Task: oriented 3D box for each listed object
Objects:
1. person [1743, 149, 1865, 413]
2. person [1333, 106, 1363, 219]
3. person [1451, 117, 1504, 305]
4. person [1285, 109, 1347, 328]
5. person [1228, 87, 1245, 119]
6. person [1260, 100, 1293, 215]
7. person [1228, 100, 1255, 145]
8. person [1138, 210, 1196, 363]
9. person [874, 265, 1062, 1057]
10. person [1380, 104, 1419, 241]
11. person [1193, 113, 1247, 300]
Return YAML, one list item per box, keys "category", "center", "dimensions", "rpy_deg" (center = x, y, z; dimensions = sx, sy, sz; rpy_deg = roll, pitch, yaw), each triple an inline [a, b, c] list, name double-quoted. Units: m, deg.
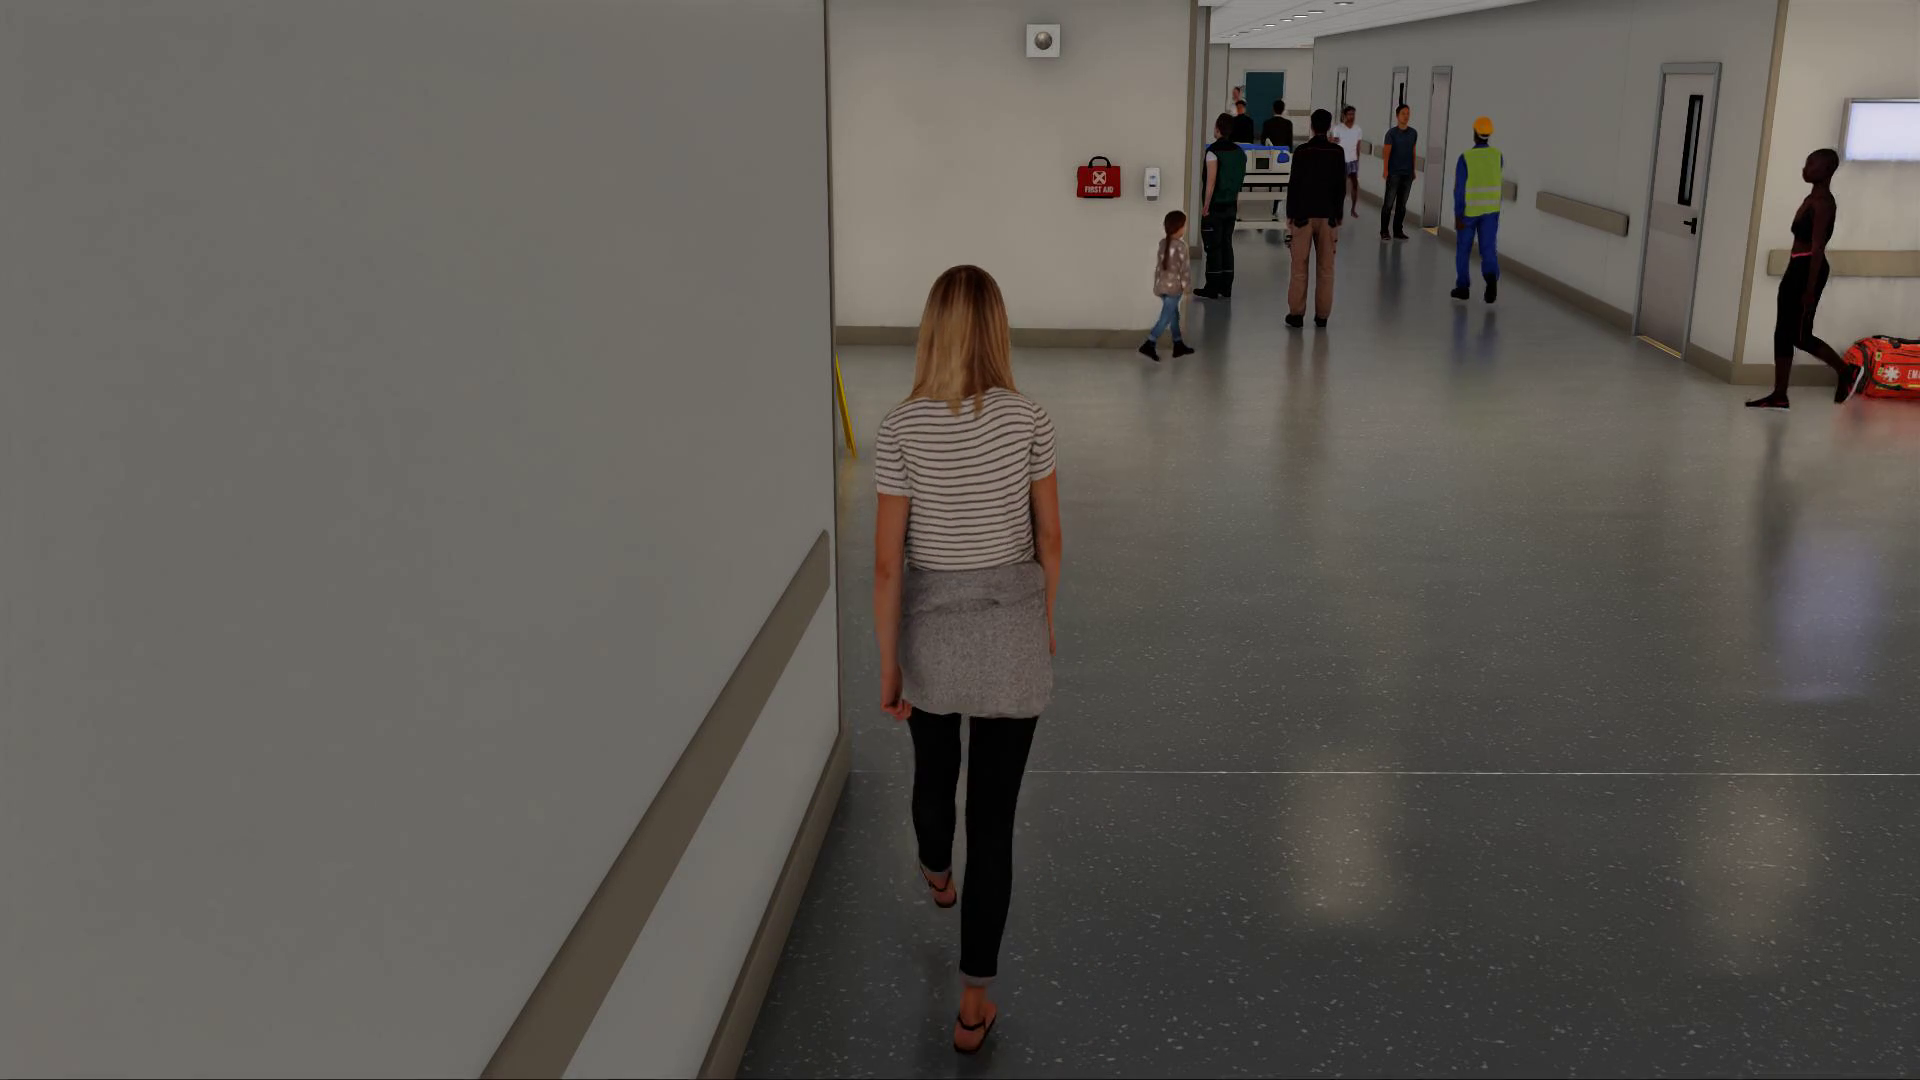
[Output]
- category: "person"
  center: [5.699, -1.686, 11.027]
  dimensions: [0.934, 1.741, 0.618]
  rpy_deg: [2, 16, 8]
- category: "person"
  center: [6.036, -5.931, 26.143]
  dimensions: [0.720, 1.708, 0.726]
  rpy_deg: [-1, 16, -2]
- category: "person"
  center: [5.137, -3.220, 16.379]
  dimensions: [1.015, 1.789, 0.756]
  rpy_deg: [0, 16, 0]
- category: "person"
  center: [3.185, -2.894, 14.972]
  dimensions: [0.590, 1.925, 0.786]
  rpy_deg: [-1, 16, -5]
- category: "person"
  center: [7.287, -10.893, 43.509]
  dimensions: [0.846, 1.836, 0.903]
  rpy_deg: [11, 19, 35]
- category: "person"
  center: [5.093, -6.144, 26.738]
  dimensions: [0.594, 1.796, 0.754]
  rpy_deg: [0, 16, 1]
- category: "person"
  center: [5.254, -7.371, 31.225]
  dimensions: [0.540, 1.722, 0.754]
  rpy_deg: [5, 16, 17]
- category: "person"
  center: [1.626, -1.993, 13.153]
  dimensions: [0.898, 1.179, 0.780]
  rpy_deg: [-9, 18, -29]
- category: "person"
  center: [0.029, 0.317, 3.840]
  dimensions: [1.077, 1.786, 0.714]
  rpy_deg: [0, 16, 1]
- category: "person"
  center: [6.015, -5.038, 22.790]
  dimensions: [0.622, 1.809, 0.787]
  rpy_deg: [-5, 17, -17]
- category: "person"
  center: [2.639, -3.401, 16.914]
  dimensions: [0.741, 1.843, 0.802]
  rpy_deg: [-13, 20, -38]
